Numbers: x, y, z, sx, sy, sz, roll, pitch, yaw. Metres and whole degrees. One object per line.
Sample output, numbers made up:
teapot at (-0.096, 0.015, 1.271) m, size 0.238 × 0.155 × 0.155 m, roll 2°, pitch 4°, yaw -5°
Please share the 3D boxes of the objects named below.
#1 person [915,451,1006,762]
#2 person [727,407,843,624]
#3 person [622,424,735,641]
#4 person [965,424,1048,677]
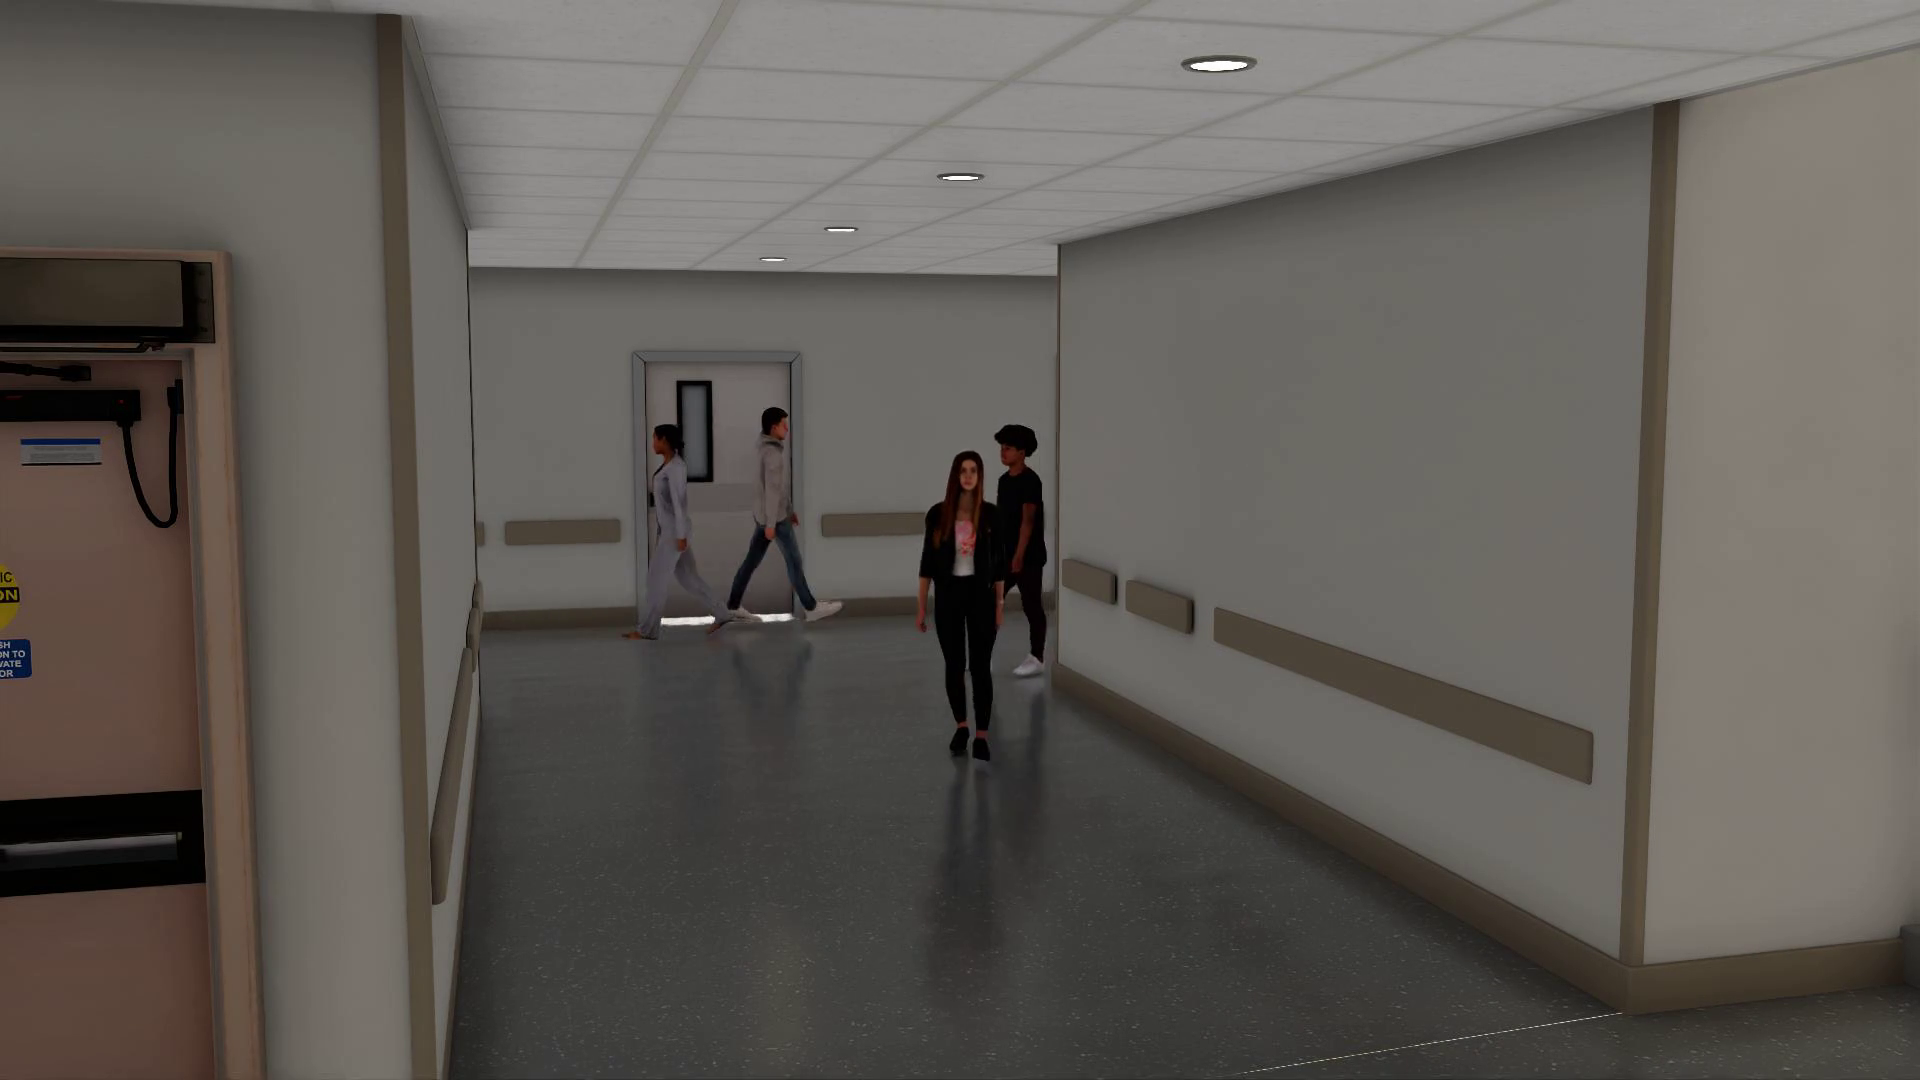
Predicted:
person at (0.024, 0.359, 9.290) m, size 0.973 × 1.682 × 0.895 m, roll 1°, pitch 6°, yaw 7°
person at (-1.670, -0.164, 13.853) m, size 1.220 × 1.809 × 0.702 m, roll -2°, pitch 6°, yaw -18°
person at (-2.175, -0.051, 13.259) m, size 1.142 × 1.703 × 0.685 m, roll -2°, pitch 6°, yaw -19°
person at (0.476, 0.080, 11.665) m, size 0.952 × 1.762 × 0.814 m, roll -4°, pitch 7°, yaw -37°
